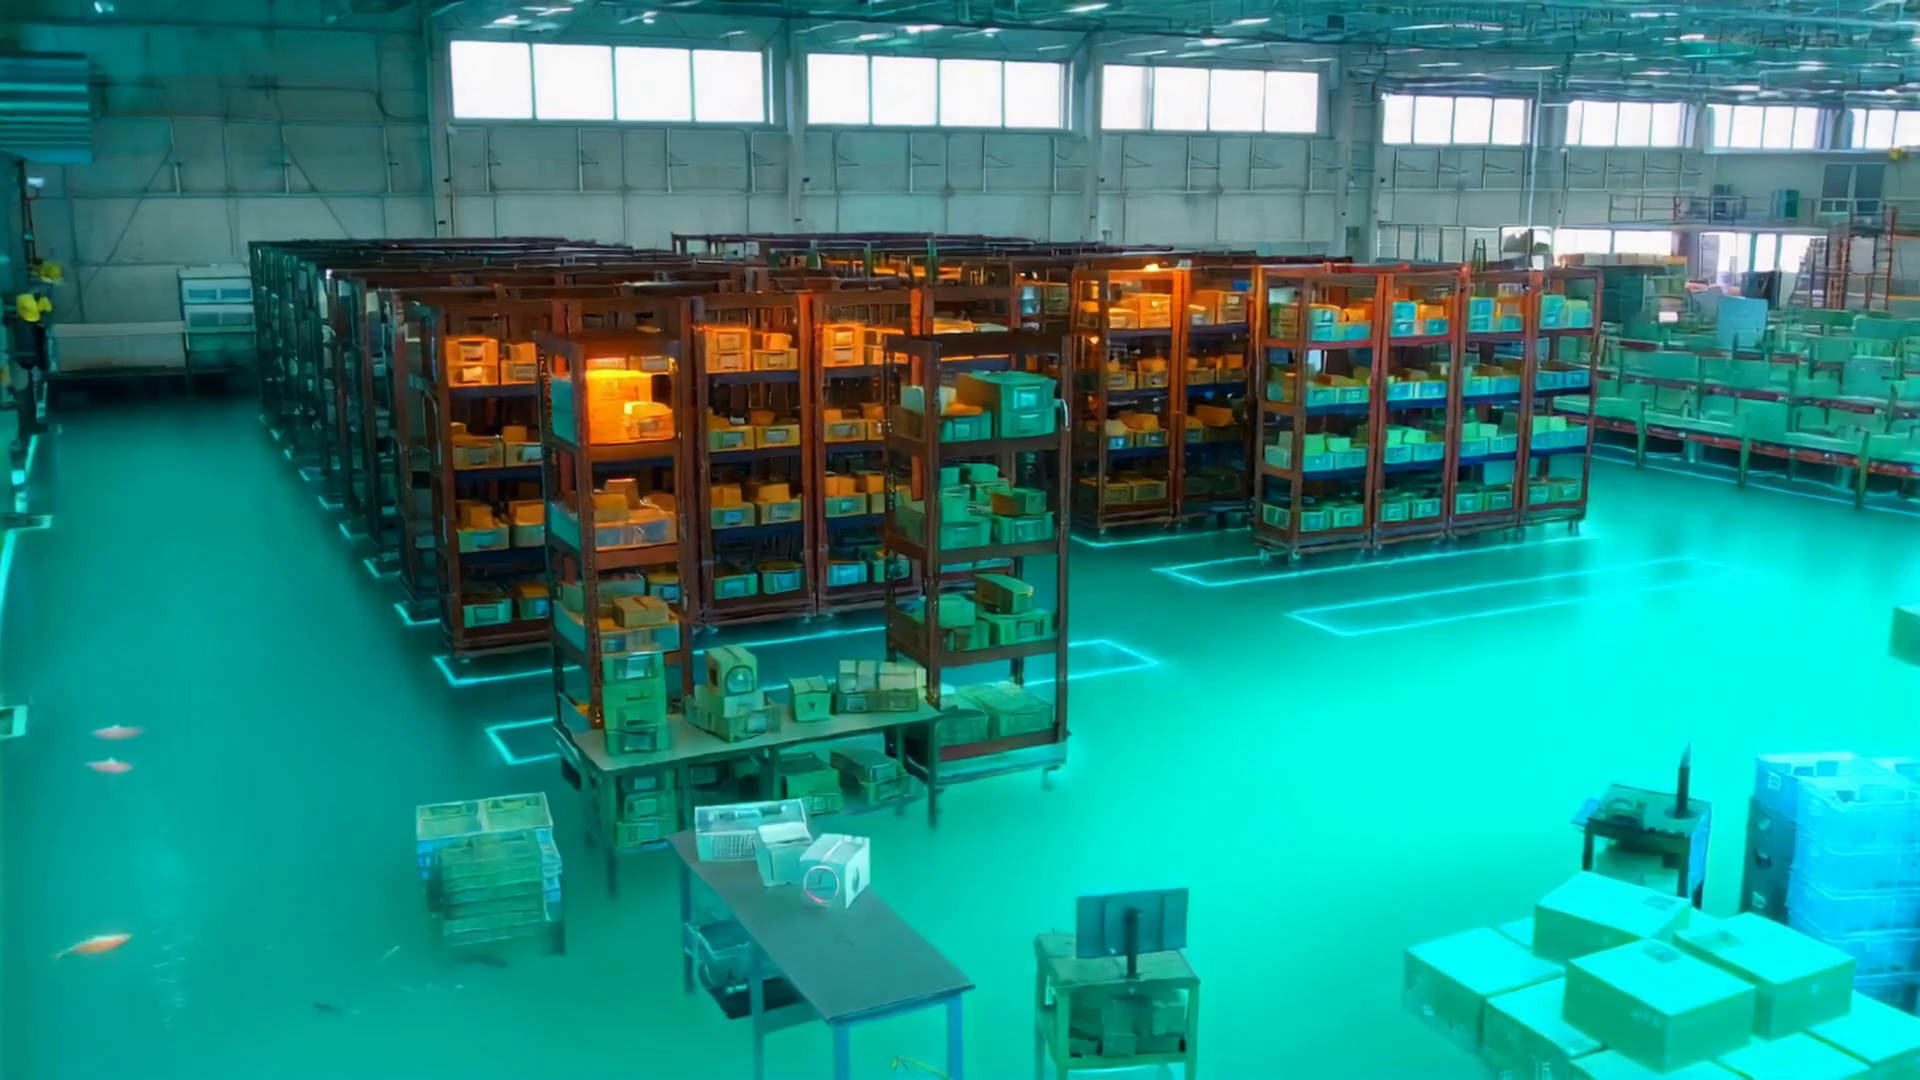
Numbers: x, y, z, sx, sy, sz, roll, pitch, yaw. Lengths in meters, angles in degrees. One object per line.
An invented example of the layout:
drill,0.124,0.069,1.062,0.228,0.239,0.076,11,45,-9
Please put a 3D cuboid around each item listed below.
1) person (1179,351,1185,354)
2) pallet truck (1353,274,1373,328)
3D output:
person,4.884,-4.227,37.255,0.386,2.041,0.612,11,16,41
pallet truck,13.011,-8.050,55.243,0.823,1.965,1.885,-7,14,-28
